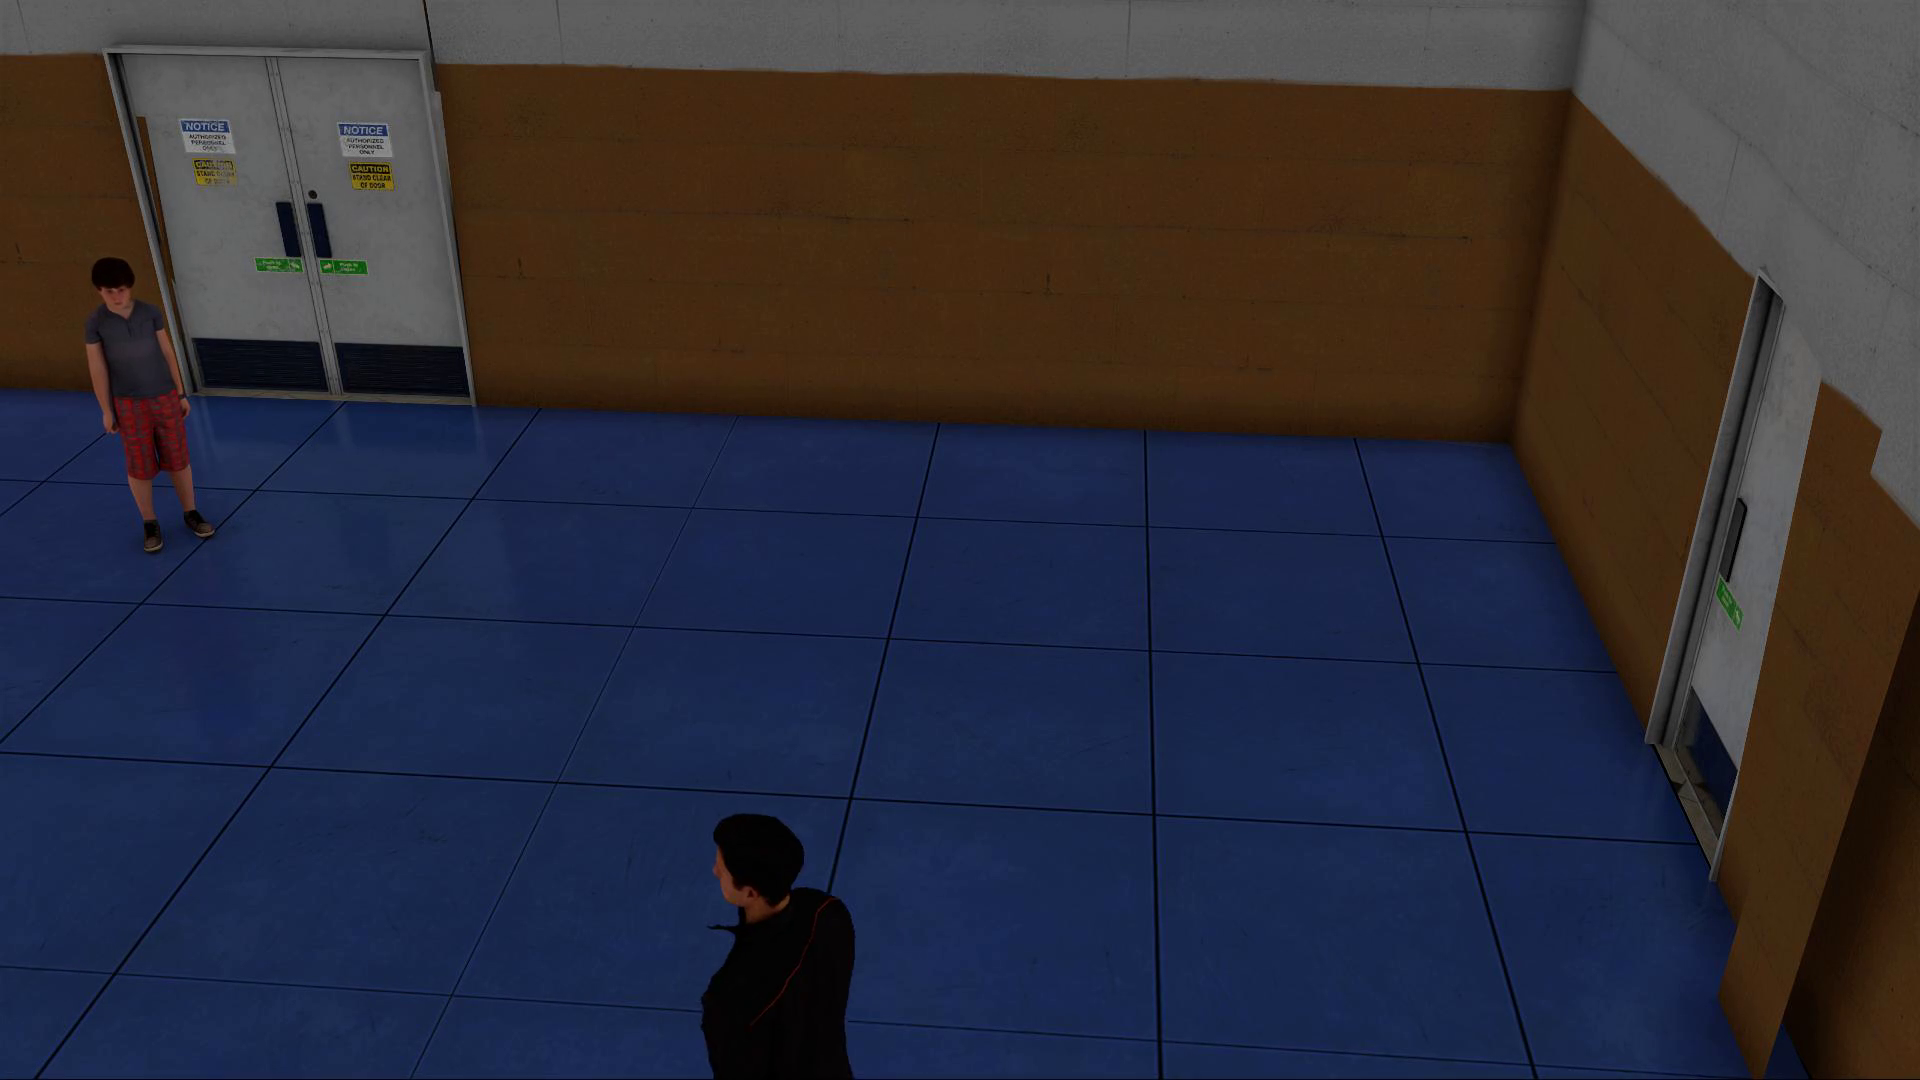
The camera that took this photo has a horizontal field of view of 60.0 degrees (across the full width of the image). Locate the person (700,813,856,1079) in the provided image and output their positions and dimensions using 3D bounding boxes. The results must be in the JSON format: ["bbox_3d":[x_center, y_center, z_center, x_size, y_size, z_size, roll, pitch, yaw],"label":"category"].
[{"bbox_3d":[-0.392,1.567,4.543,0.904,1.934,0.849,13,31,22],"label":"person"}]

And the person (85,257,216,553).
[{"bbox_3d":[-4.455,-0.759,9.088,0.671,1.650,0.717,-20,34,-32],"label":"person"}]
